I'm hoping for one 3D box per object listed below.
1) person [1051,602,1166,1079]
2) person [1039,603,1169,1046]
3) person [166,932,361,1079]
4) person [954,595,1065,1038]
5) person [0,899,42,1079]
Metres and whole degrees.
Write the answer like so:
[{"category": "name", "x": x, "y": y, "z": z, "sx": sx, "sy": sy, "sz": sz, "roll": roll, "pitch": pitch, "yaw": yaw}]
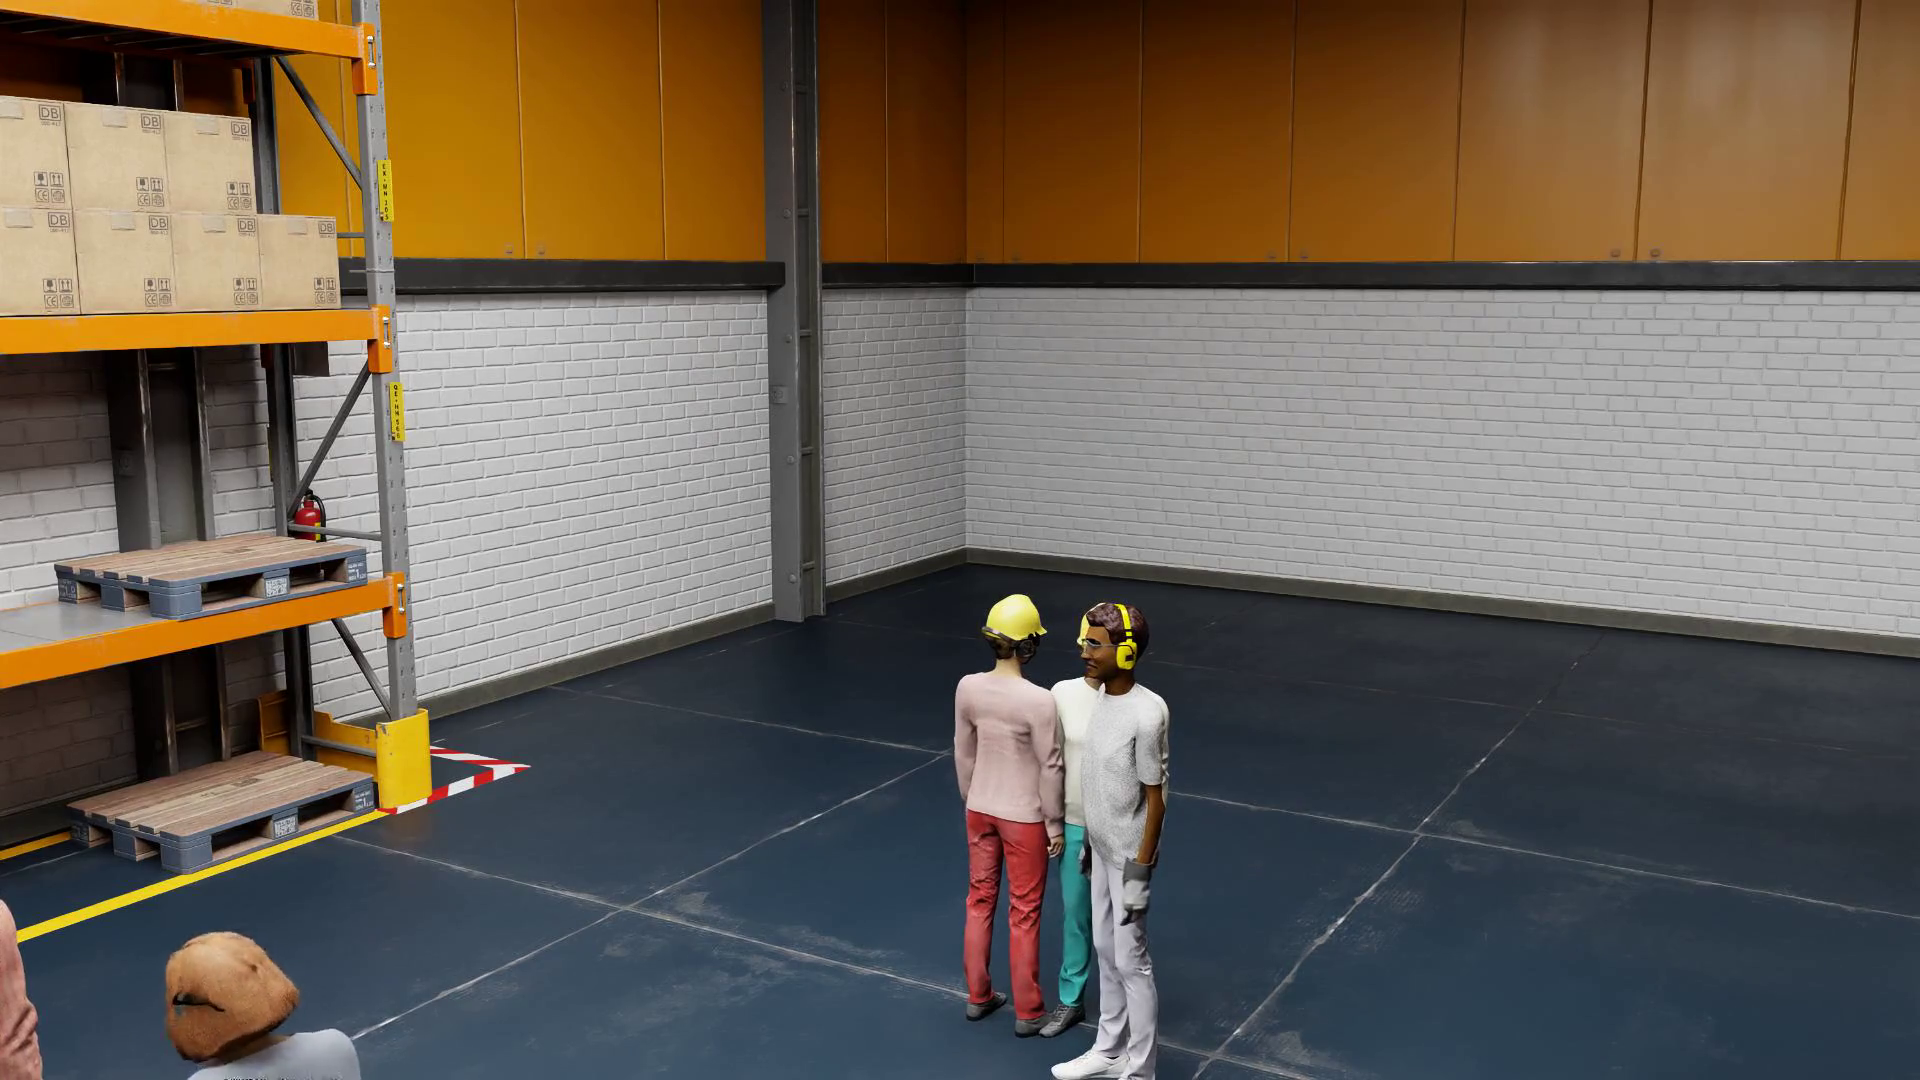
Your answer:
[{"category": "person", "x": 0.558, "y": 1.143, "z": 6.016, "sx": 0.328, "sy": 1.873, "sz": 0.521, "roll": -3, "pitch": 10, "yaw": -17}, {"category": "person", "x": 0.556, "y": 1.114, "z": 6.512, "sx": 0.525, "sy": 1.772, "sz": 0.309, "roll": 4, "pitch": 10, "yaw": 26}, {"category": "person", "x": -1.522, "y": 1.644, "z": 3.680, "sx": 0.331, "sy": 1.621, "sz": 0.533, "roll": 7, "pitch": 11, "yaw": 37}, {"category": "person", "x": 0.208, "y": 1.093, "z": 6.652, "sx": 0.522, "sy": 1.769, "sz": 0.317, "roll": 8, "pitch": 12, "yaw": 41}, {"category": "person", "x": -2.429, "y": 1.407, "z": 3.981, "sx": 0.610, "sy": 1.996, "sz": 0.379, "roll": 2, "pitch": 9, "yaw": 14}]
